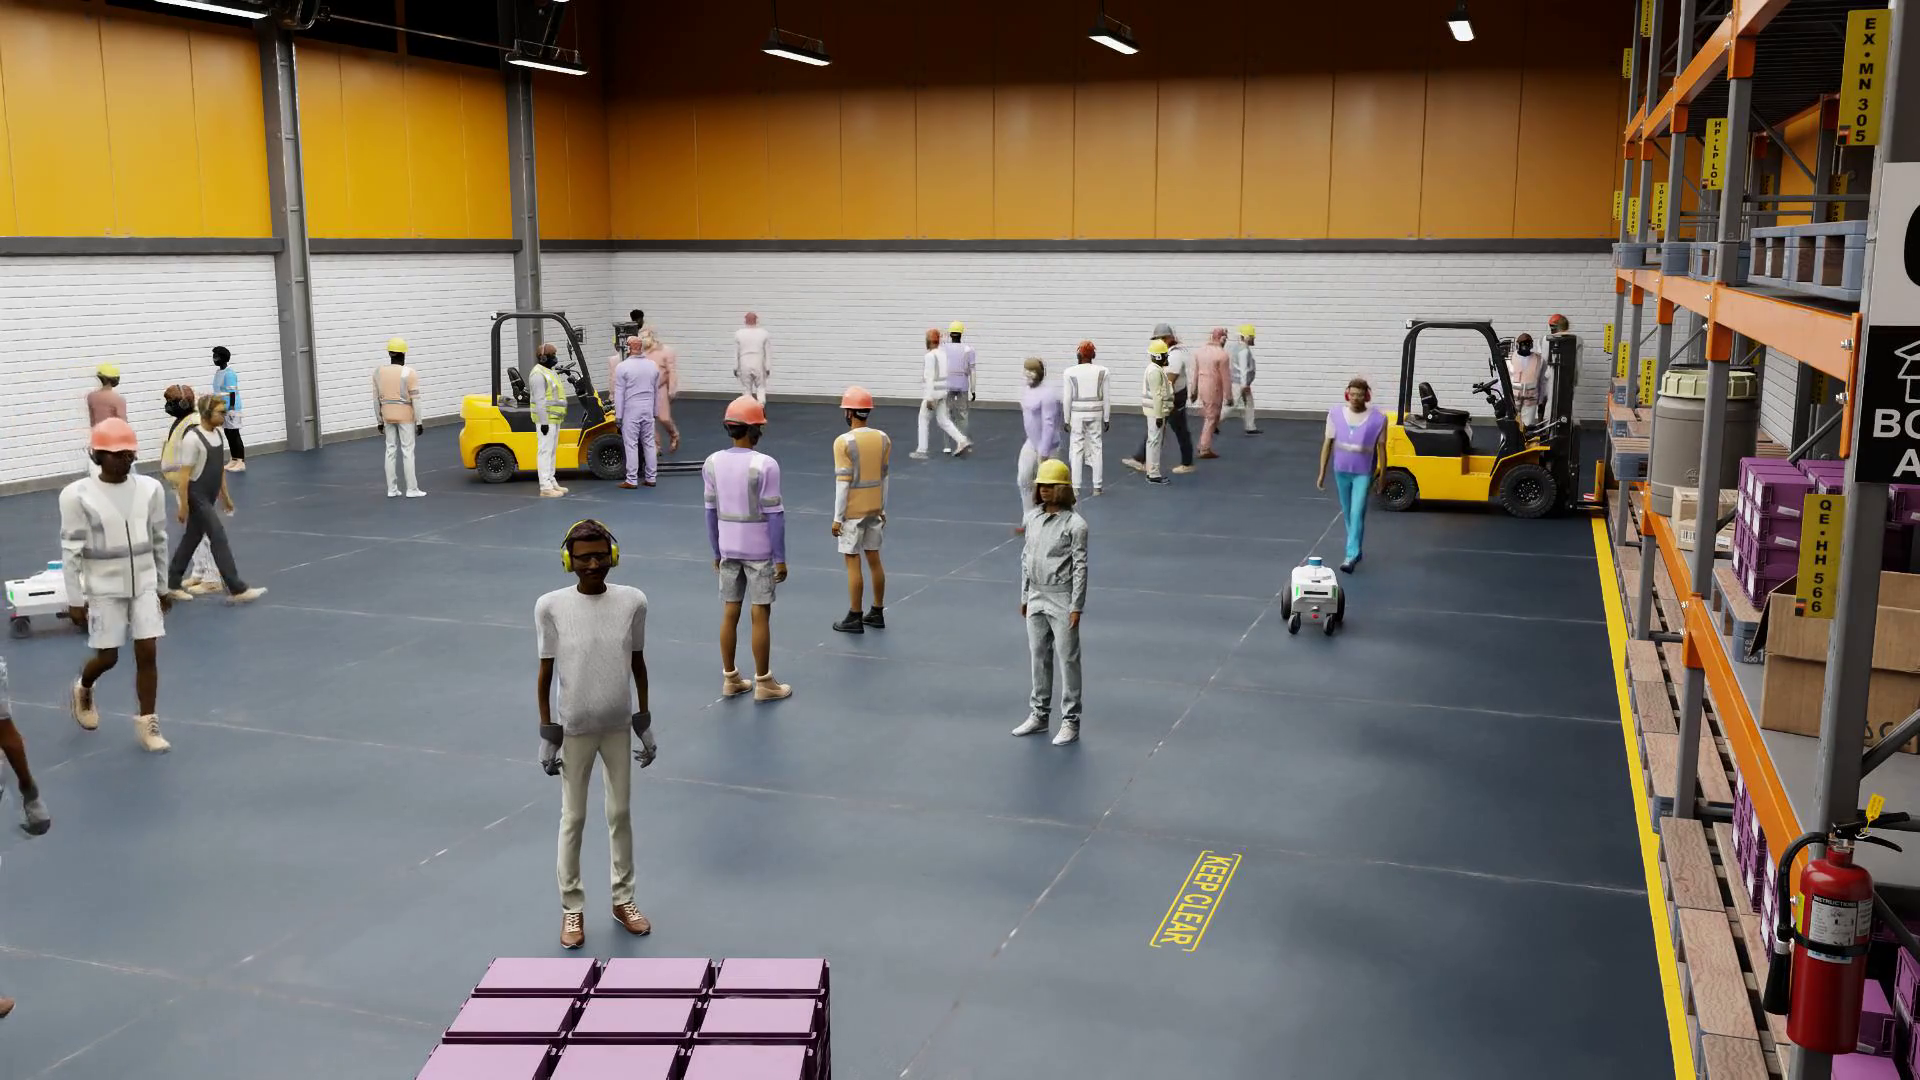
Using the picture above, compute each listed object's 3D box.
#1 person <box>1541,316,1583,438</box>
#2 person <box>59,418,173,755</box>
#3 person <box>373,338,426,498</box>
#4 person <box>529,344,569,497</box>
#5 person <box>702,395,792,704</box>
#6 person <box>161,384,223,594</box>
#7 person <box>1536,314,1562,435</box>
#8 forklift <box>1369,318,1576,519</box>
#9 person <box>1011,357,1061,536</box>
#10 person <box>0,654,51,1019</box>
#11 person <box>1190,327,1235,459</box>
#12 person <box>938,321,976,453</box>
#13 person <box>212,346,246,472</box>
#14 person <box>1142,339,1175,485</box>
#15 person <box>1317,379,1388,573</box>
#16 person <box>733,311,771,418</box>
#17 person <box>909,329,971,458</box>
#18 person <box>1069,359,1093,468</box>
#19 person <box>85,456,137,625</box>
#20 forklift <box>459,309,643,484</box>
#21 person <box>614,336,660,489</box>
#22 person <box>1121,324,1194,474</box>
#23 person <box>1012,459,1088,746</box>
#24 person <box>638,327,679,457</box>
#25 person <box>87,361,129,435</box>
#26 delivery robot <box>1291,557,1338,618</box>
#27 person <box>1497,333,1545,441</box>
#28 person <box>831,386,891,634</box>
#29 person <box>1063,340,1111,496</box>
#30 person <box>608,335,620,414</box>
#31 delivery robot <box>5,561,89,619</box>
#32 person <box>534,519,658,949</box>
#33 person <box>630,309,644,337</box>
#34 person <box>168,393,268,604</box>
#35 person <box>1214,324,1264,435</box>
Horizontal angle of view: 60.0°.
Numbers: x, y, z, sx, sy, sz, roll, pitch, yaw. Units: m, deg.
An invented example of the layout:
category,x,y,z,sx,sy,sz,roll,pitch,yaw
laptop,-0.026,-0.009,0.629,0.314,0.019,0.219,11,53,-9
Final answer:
category,x,y,z,sx,sy,sz,roll,pitch,yaw
person,9.424,-2.549,26.116,0.656,1.917,0.446,0,10,2
person,-5.090,0.262,9.999,0.767,2.027,0.619,8,13,38
person,-6.721,-1.458,19.951,0.595,1.925,0.371,2,10,11
person,-4.967,-1.446,20.124,0.429,1.844,0.627,0,10,-1
person,-1.405,0.065,11.042,0.608,2.046,0.367,5,11,28
person,-6.725,-0.446,14.533,0.430,1.835,0.622,-8,13,-37
person,9.459,-2.629,26.514,0.356,1.936,0.551,-8,13,-37
forklift,5.787,-1.437,19.079,2.313,2.155,1.214,3,11,19
person,0.837,-0.948,17.155,0.732,1.892,0.647,-6,12,-29
person,-3.804,0.982,6.413,0.530,1.849,0.499,2,10,14
person,3.619,-2.080,23.610,0.517,1.882,0.654,-4,11,-23
person,-0.060,-2.221,24.250,0.594,1.924,0.382,1,10,3
person,-9.821,-1.756,22.304,0.321,1.690,0.536,-9,14,-42
person,2.523,-1.628,21.161,0.404,1.837,0.590,0,10,2
person,3.689,-0.614,15.580,0.575,1.795,0.961,6,12,32
person,-3.597,-2.990,28.686,0.649,1.895,0.427,-2,10,-10
person,-0.272,-2.058,23.560,0.878,1.853,0.596,5,11,26
person,1.691,-1.792,22.644,0.525,1.639,0.307,-5,11,-24
person,-6.694,-0.120,13.253,0.535,1.625,0.386,5,11,26
forklift,-5.354,-1.902,21.697,2.313,2.155,1.214,-2,10,-13
person,-4.047,-1.590,20.784,0.401,1.903,0.645,9,14,42
person,2.654,-1.889,22.057,1.014,2.000,0.720,-3,10,-14
person,0.557,0.373,10.150,0.489,1.746,0.286,9,14,42
person,-4.344,-2.109,23.810,0.682,1.875,0.508,4,11,20
person,-9.418,-1.086,18.337,0.527,1.751,0.607,3,10,15
delivery robot,2.812,0.380,13.200,0.477,0.478,0.707,2,10,10
person,7.603,-1.877,22.552,0.619,1.845,0.430,1,10,8
person,-0.800,-0.237,13.046,0.357,1.936,0.551,9,14,42
person,1.533,-1.471,20.143,0.576,1.885,0.355,0,10,-2
person,-4.912,-2.139,24.244,0.326,1.765,0.533,8,13,39
delivery robot,-7.076,0.407,13.040,0.707,0.478,0.477,-6,12,-33
person,-1.578,0.827,7.242,0.518,1.872,0.326,-5,11,-26
person,-5.466,-2.923,28.149,0.402,1.952,0.610,5,11,26
person,-6.393,-0.335,14.030,0.932,1.793,0.504,0,10,-2
person,4.400,-2.540,26.432,0.849,1.801,0.596,1,10,6
